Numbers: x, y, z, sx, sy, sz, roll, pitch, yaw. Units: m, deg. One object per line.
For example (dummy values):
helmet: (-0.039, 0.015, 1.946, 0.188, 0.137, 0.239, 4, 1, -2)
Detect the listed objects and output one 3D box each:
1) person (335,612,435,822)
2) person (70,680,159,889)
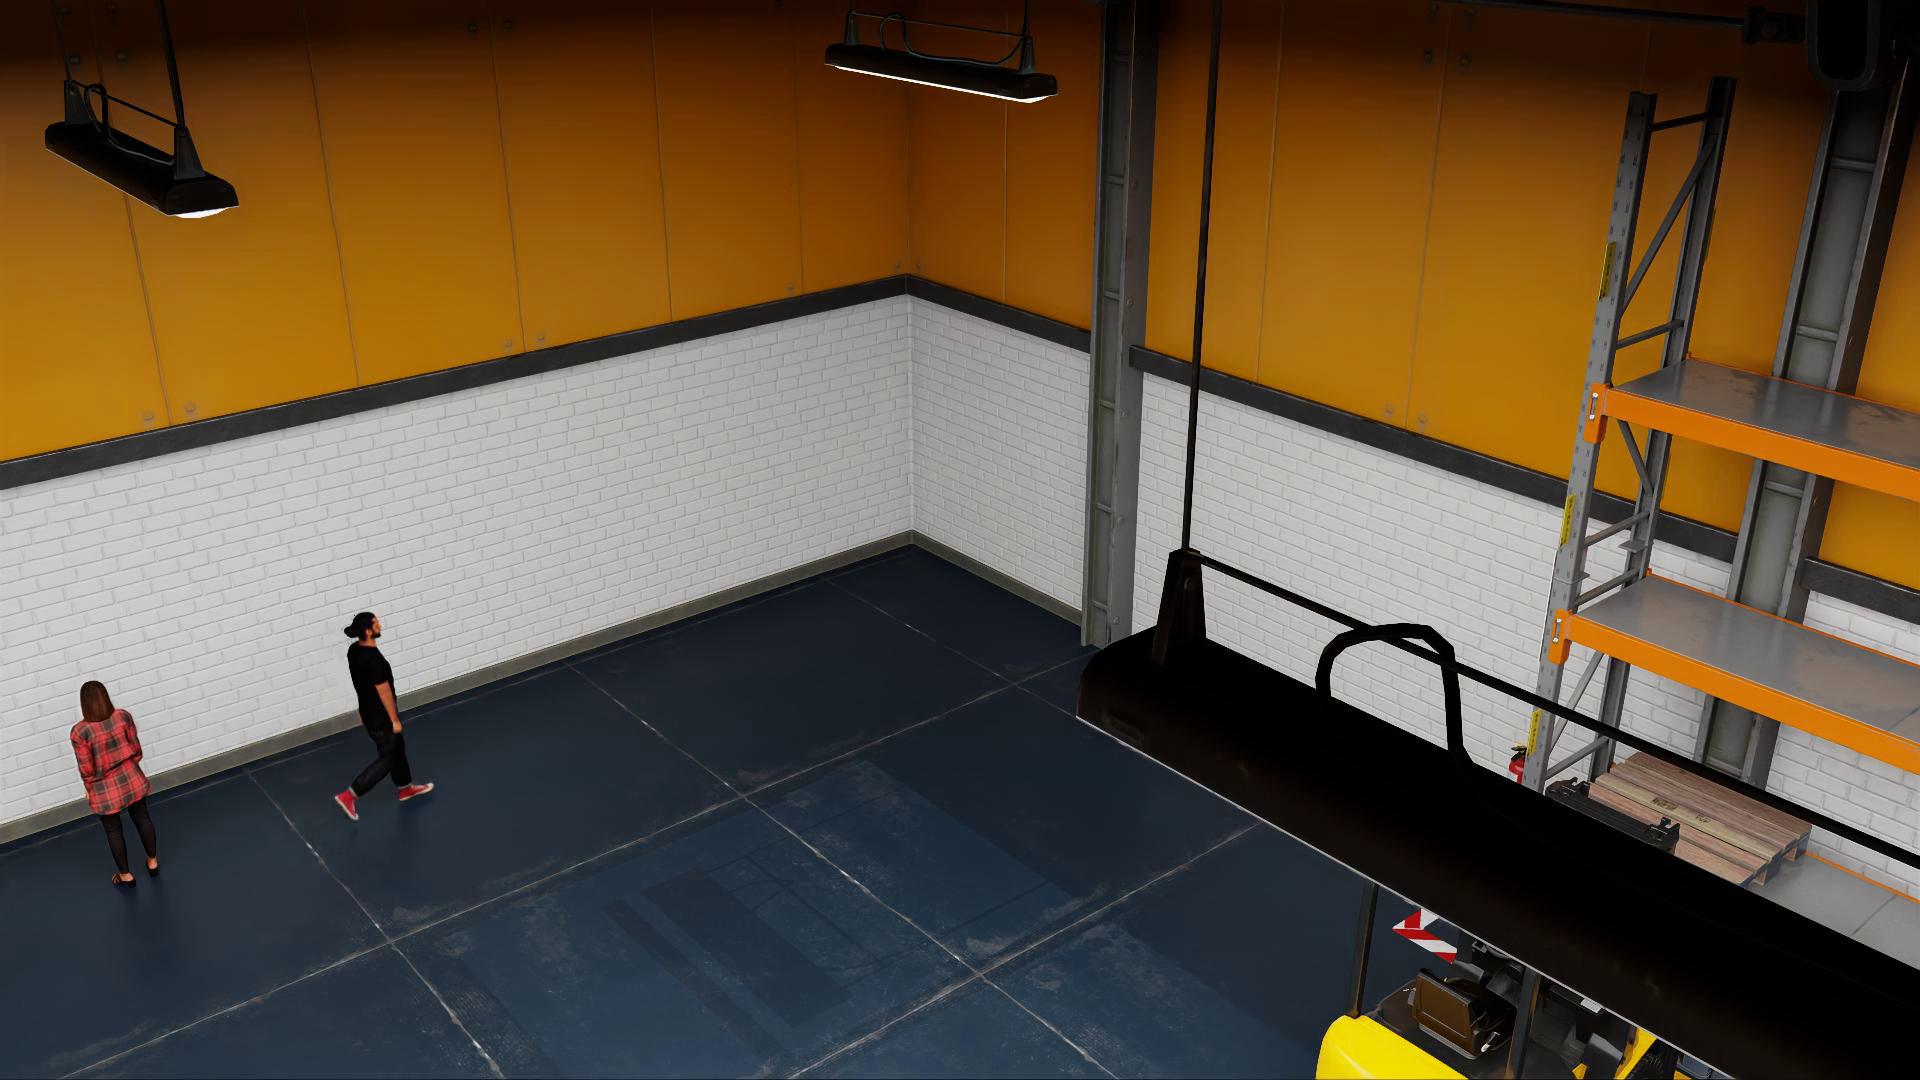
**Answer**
person: (-4.659, 1.409, 13.143, 0.713, 1.741, 0.982, -17, 29, -34)
person: (-6.255, 1.791, 12.315, 0.603, 1.704, 0.647, 19, 30, 36)
